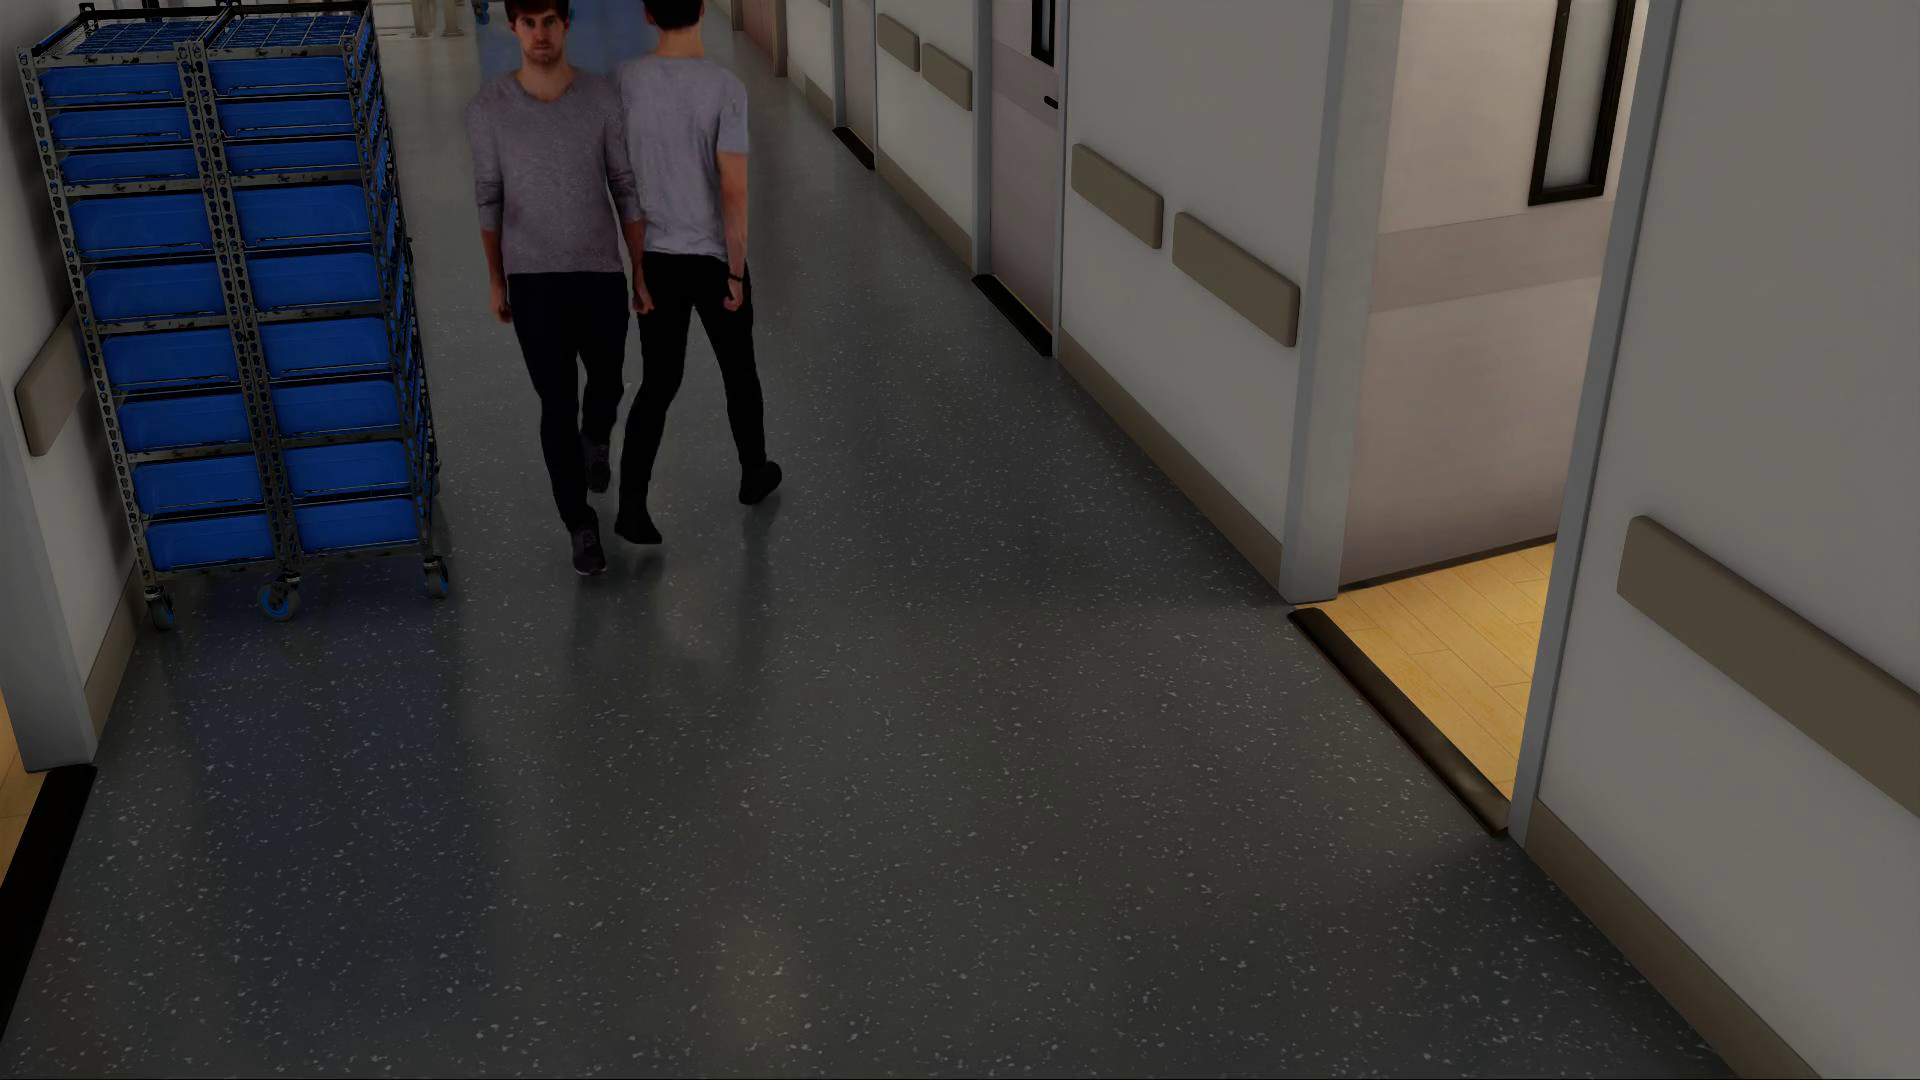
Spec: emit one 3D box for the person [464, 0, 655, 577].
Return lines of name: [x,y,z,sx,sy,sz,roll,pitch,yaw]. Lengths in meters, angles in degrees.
person: [-1.274,-0.867,5.386,0.720,1.808,1.152,-9,27,-18]

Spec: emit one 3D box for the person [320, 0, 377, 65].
person: [-4.884,-4.498,13.118,0.870,1.634,1.107,-20,32,-35]

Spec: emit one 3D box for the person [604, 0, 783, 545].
person: [-0.926,-0.858,5.332,0.999,1.840,1.216,6,26,13]
